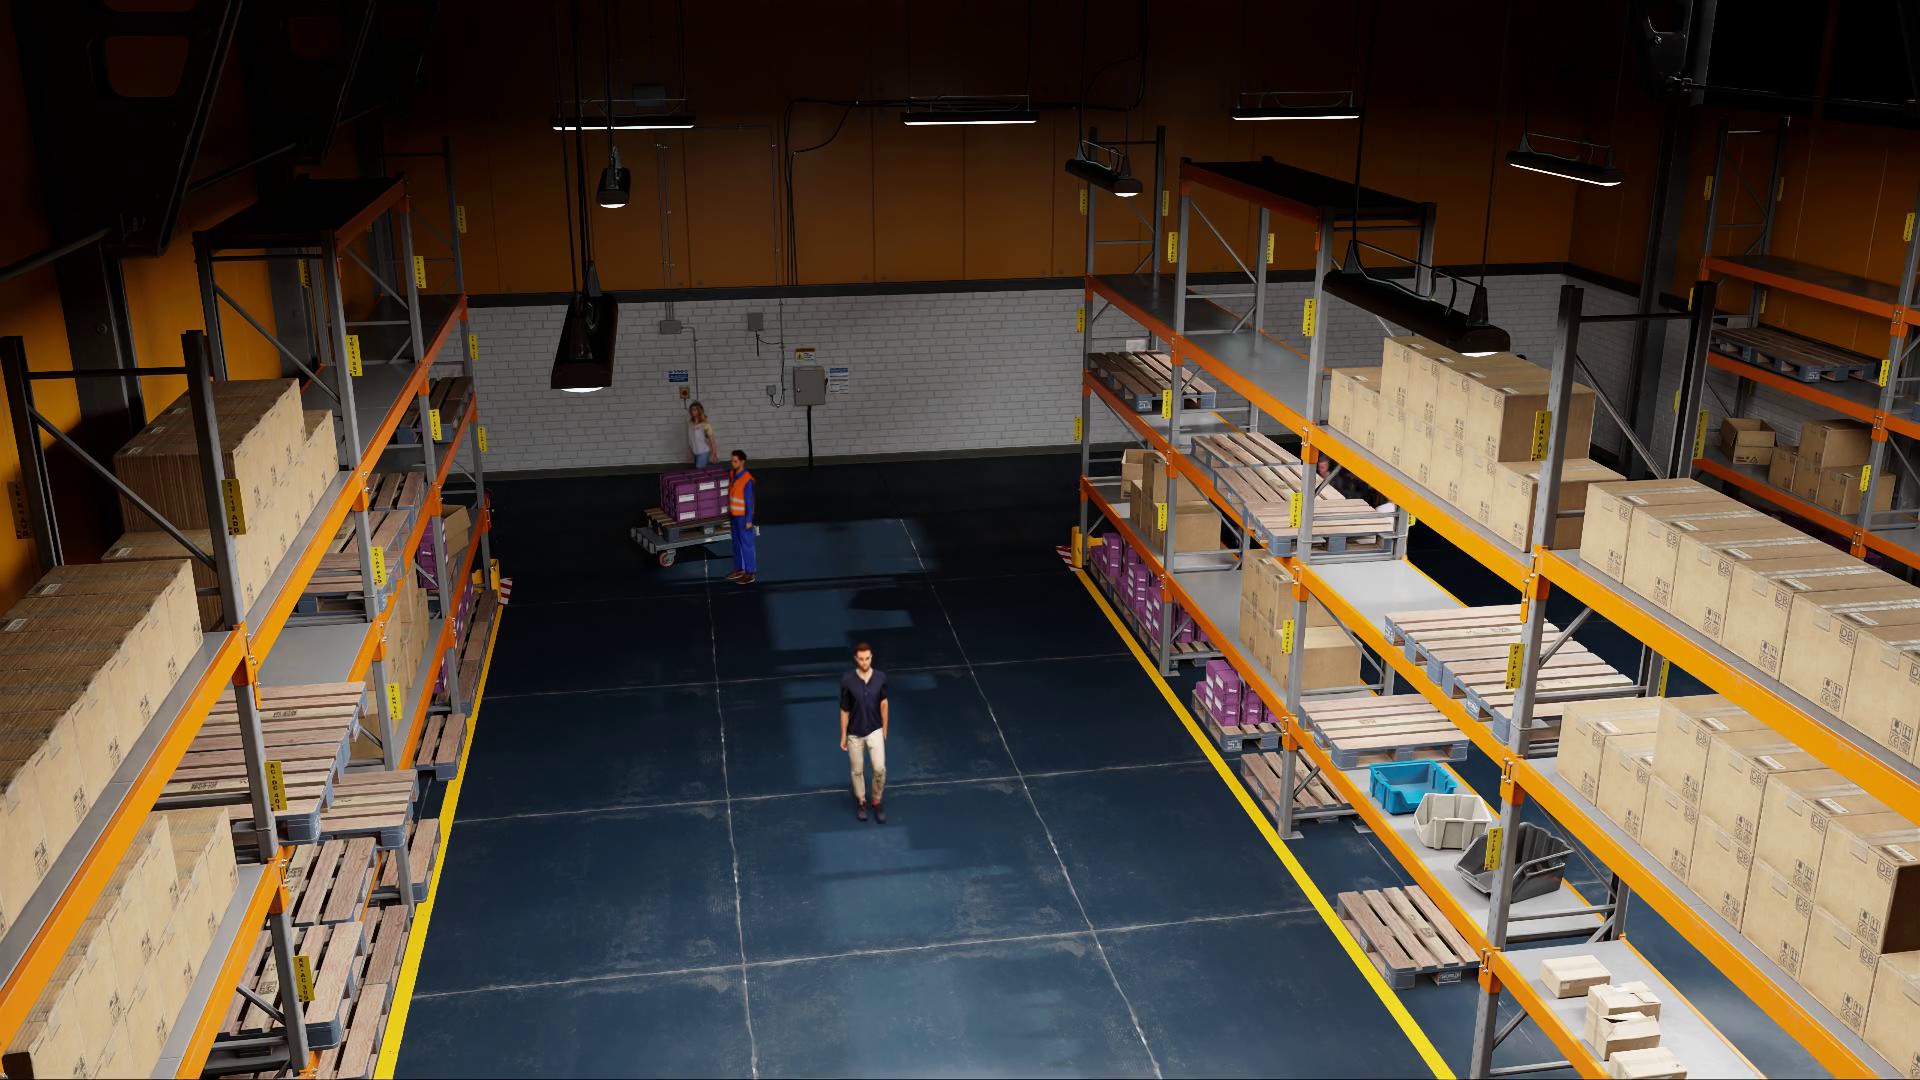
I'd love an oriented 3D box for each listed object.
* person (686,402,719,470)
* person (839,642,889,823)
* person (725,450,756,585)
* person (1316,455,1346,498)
[{"bbox_3d":[-3.939,-1.306,25.681,1.109,1.680,1.193,12,22,32],"label":"person"},{"bbox_3d":[-0.947,1.827,16.127,0.641,1.839,0.631,-3,19,-8],"label":"person"},{"bbox_3d":[-2.941,-0.337,22.517,0.853,1.863,0.743,-15,24,-38],"label":"person"},{"bbox_3d":[4.978,-0.317,22.534,0.862,1.813,0.937,13,22,33],"label":"person"}]
